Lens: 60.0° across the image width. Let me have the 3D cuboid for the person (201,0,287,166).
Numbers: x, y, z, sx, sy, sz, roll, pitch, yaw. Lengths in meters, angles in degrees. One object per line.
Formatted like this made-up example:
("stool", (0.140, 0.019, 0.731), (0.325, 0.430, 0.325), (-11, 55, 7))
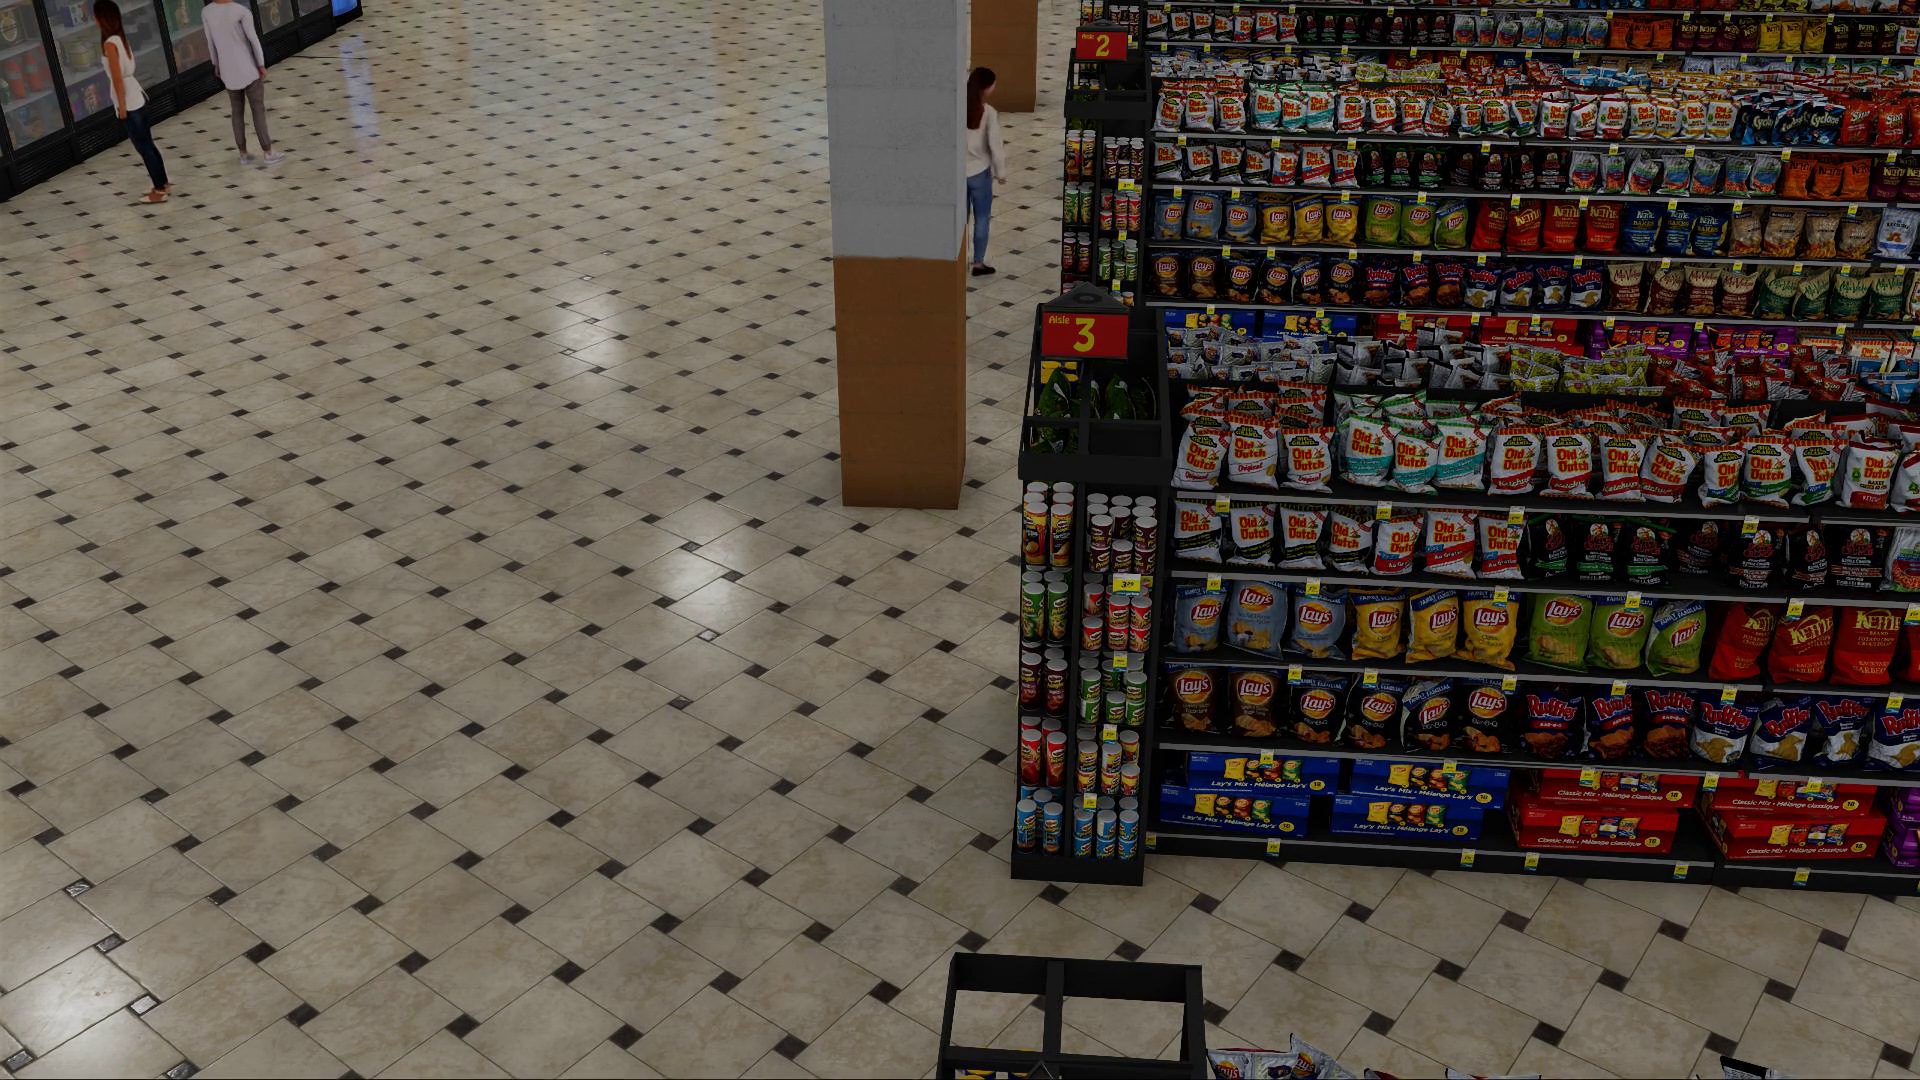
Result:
("person", (-6.945, -4.552, 16.023), (0.461, 1.839, 0.722), (3, 29, 5))

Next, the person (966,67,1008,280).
("person", (0.078, -2.910, 13.184), (0.639, 1.678, 0.794), (4, 29, 8))

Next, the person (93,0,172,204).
("person", (-7.421, -3.931, 14.948), (0.614, 1.779, 0.635), (-7, 29, -12))
